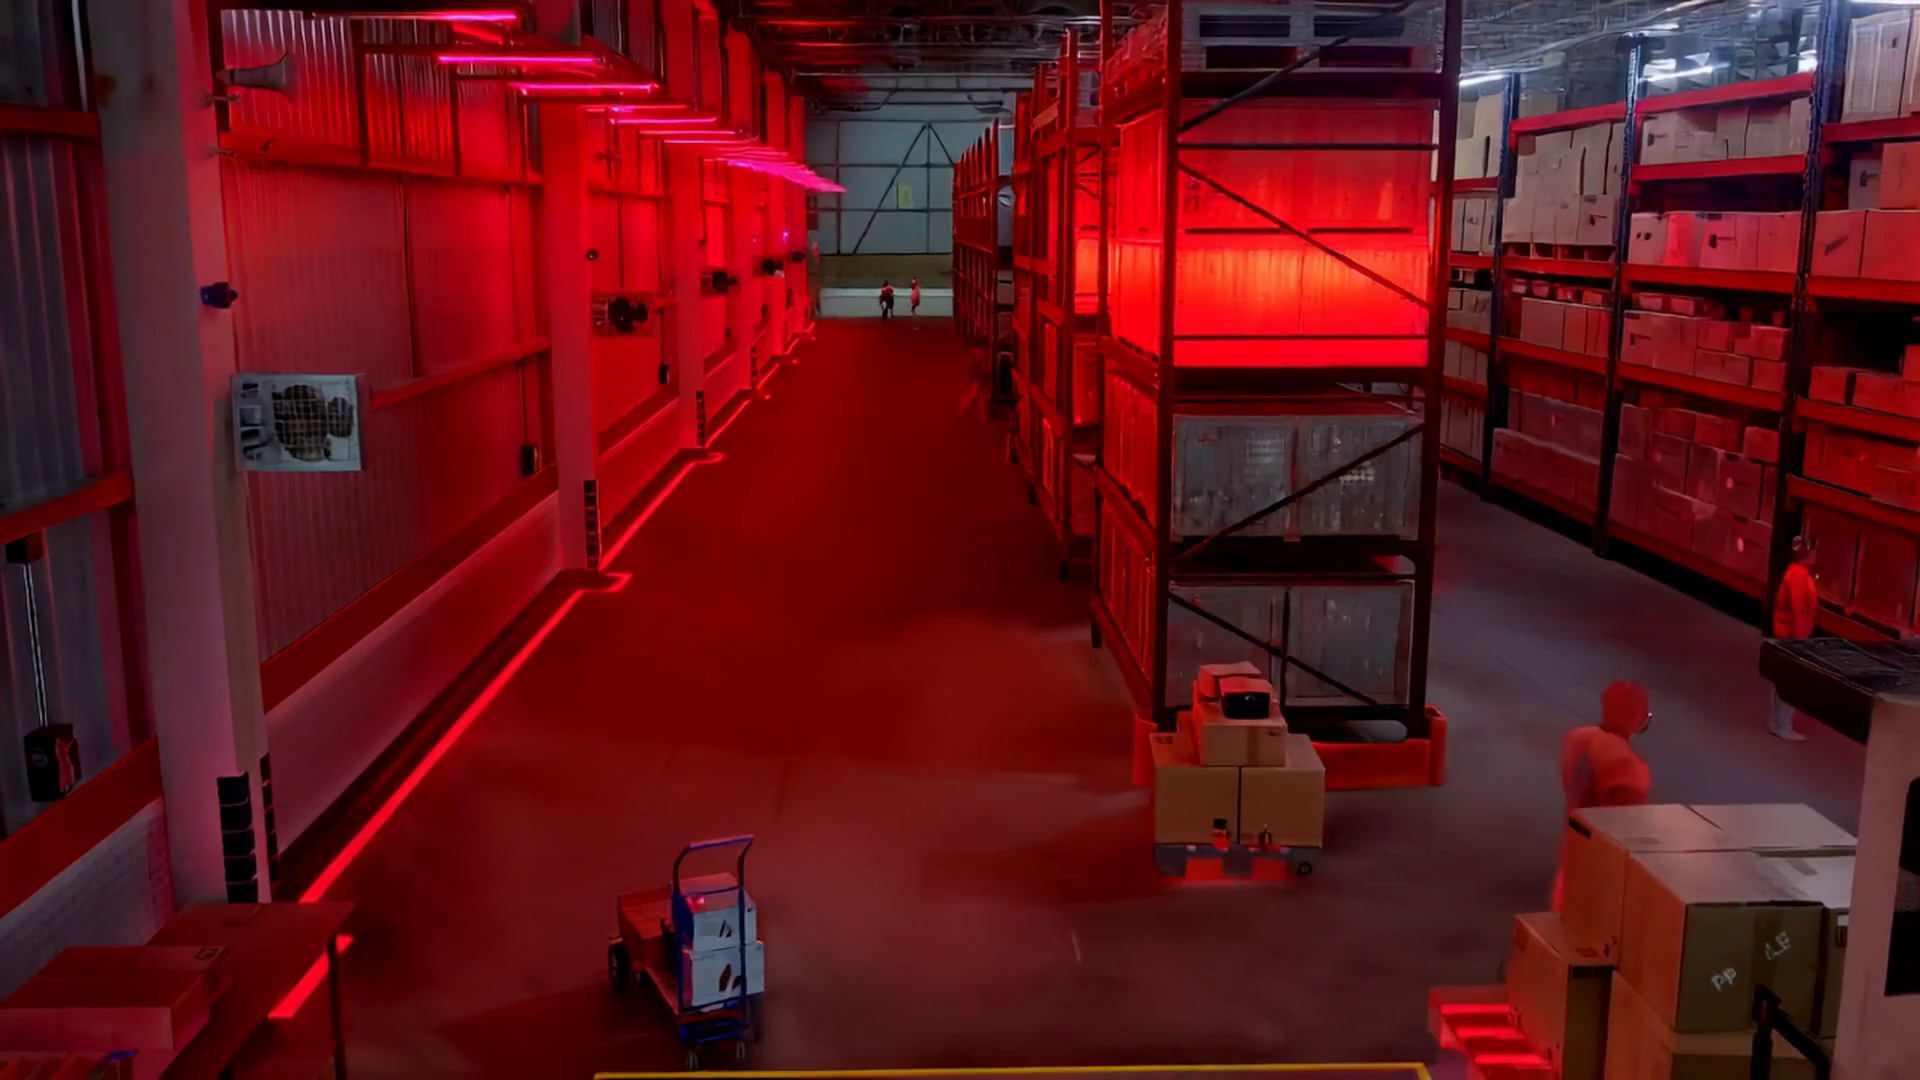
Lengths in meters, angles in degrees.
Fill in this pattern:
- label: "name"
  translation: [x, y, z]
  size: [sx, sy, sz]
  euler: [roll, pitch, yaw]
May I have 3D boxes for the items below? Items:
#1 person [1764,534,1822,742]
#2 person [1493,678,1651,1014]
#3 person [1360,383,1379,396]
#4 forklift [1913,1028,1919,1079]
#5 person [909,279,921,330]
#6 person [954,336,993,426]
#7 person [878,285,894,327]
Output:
- label: "person"
  translation: [6.594, 0.758, 13.158]
  size: [0.310, 1.639, 0.522]
  euler: [5, 12, 25]
- label: "person"
  translation: [3.096, 1.590, 8.152]
  size: [0.988, 1.904, 0.634]
  euler: [-3, 11, -14]
- label: "person"
  translation: [6.778, -2.165, 27.631]
  size: [0.373, 1.914, 0.596]
  euler: [3, 11, 14]
- label: "forklift"
  translation: [3.158, 1.770, 4.639]
  size: [1.129, 2.768, 1.873]
  euler: [0, 11, -2]
- label: "person"
  translation: [-1.677, -8.784, 62.053]
  size: [0.401, 1.920, 0.539]
  euler: [-5, 12, -26]
- label: "person"
  translation: [0.289, -3.179, 33.211]
  size: [0.783, 1.807, 0.636]
  euler: [6, 13, 30]
- label: "person"
  translation: [-2.848, -9.028, 64.109]
  size: [0.625, 1.624, 0.351]
  euler: [-4, 12, -20]
